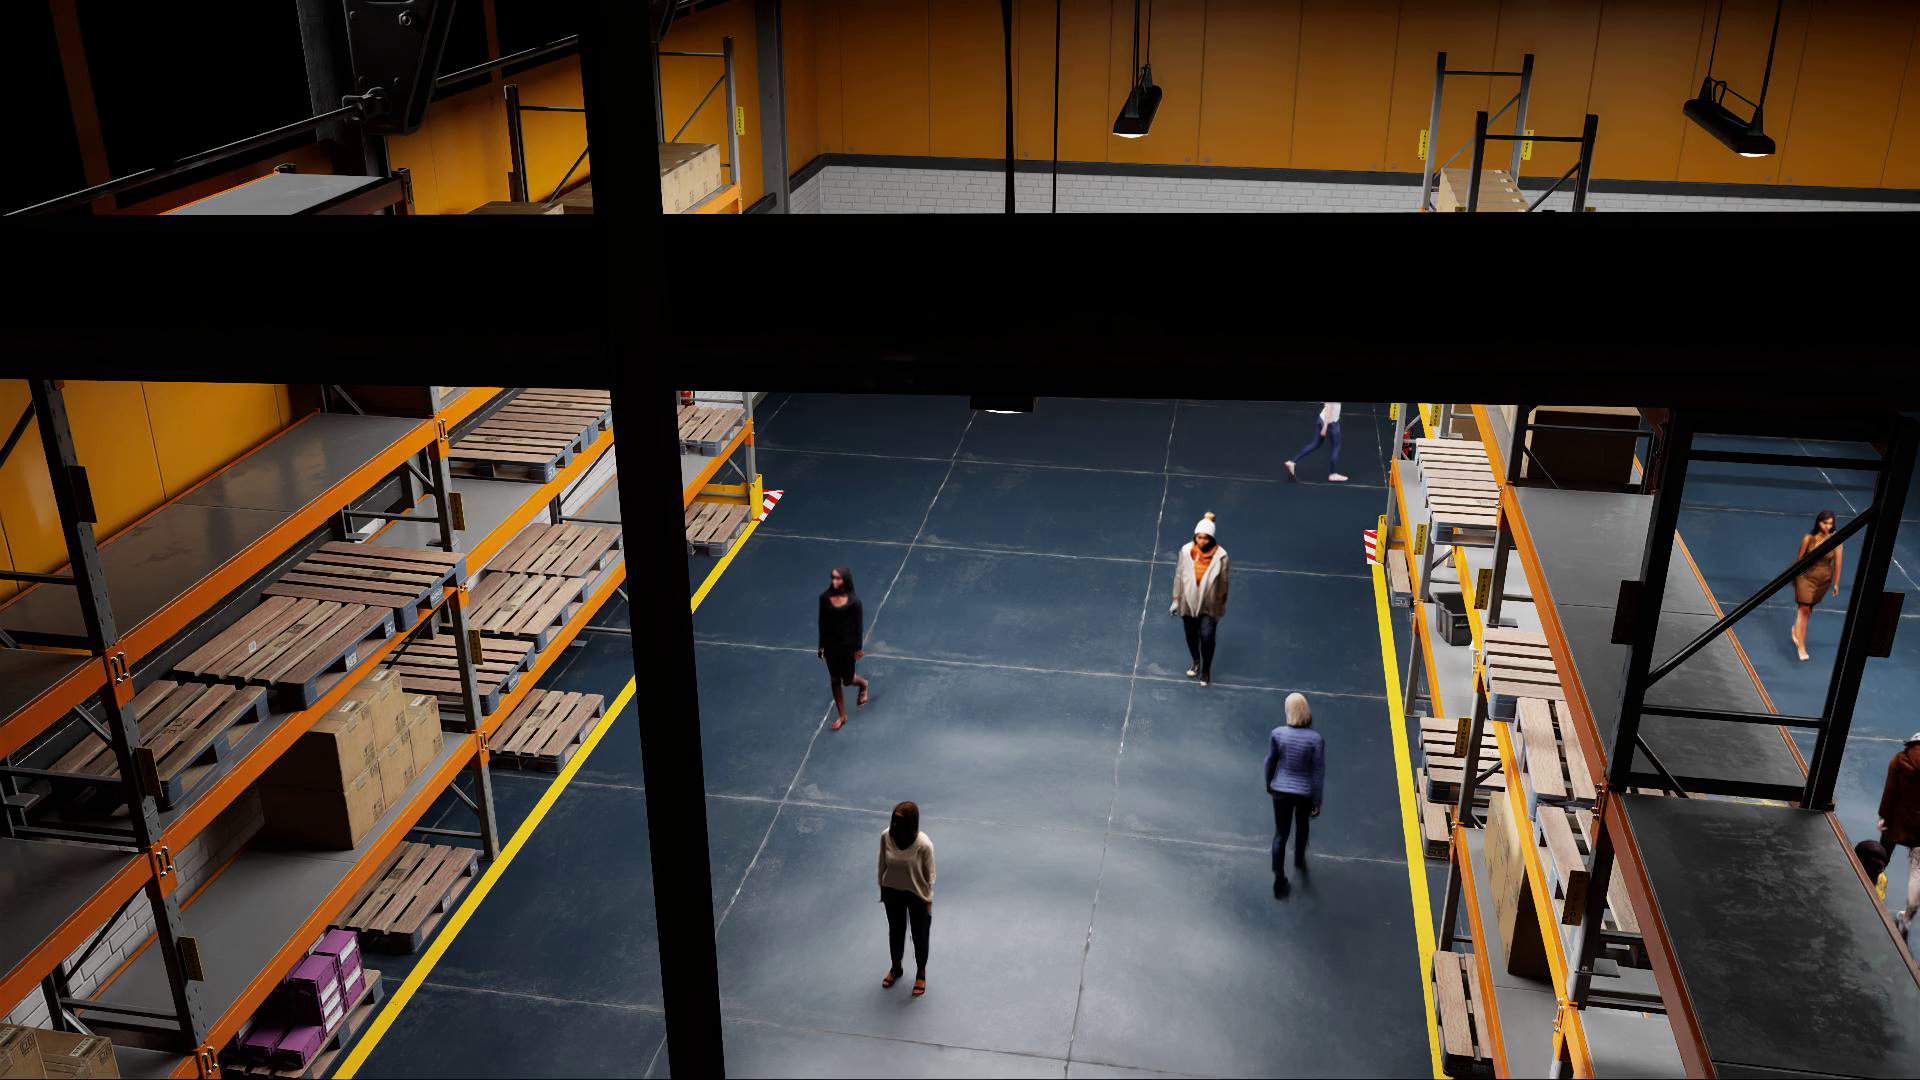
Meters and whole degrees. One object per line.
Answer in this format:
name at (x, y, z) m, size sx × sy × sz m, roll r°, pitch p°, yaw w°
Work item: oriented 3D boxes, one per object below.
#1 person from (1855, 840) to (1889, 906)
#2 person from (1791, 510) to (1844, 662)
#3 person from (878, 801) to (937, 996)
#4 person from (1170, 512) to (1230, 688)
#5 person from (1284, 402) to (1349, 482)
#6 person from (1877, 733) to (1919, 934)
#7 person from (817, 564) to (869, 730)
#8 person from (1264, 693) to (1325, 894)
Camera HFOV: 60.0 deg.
person at (6.463, 2.899, 12.289) m, size 0.817 × 1.613 × 1.067 m, roll -1°, pitch 24°, yaw -2°
person at (9.162, 0.432, 17.892) m, size 0.559 × 1.646 × 1.025 m, roll 4°, pitch 24°, yaw 8°
person at (-0.397, 2.694, 12.677) m, size 0.658 × 1.680 × 0.615 m, roll 10°, pitch 25°, yaw 21°
person at (2.534, 0.560, 17.322) m, size 0.778 × 1.869 × 0.826 m, roll 10°, pitch 25°, yaw 21°
person at (4.848, -1.565, 22.391) m, size 0.799 × 1.703 × 1.092 m, roll -1°, pitch 24°, yaw -3°
person at (7.699, 2.322, 13.394) m, size 0.802 × 1.787 × 1.137 m, roll 7°, pitch 25°, yaw 15°
person at (-1.142, 1.023, 16.462) m, size 0.736 × 1.709 × 0.874 m, roll 11°, pitch 26°, yaw 23°
person at (2.784, 2.155, 13.887) m, size 0.751 × 1.698 × 0.998 m, roll 10°, pitch 26°, yaw 22°
